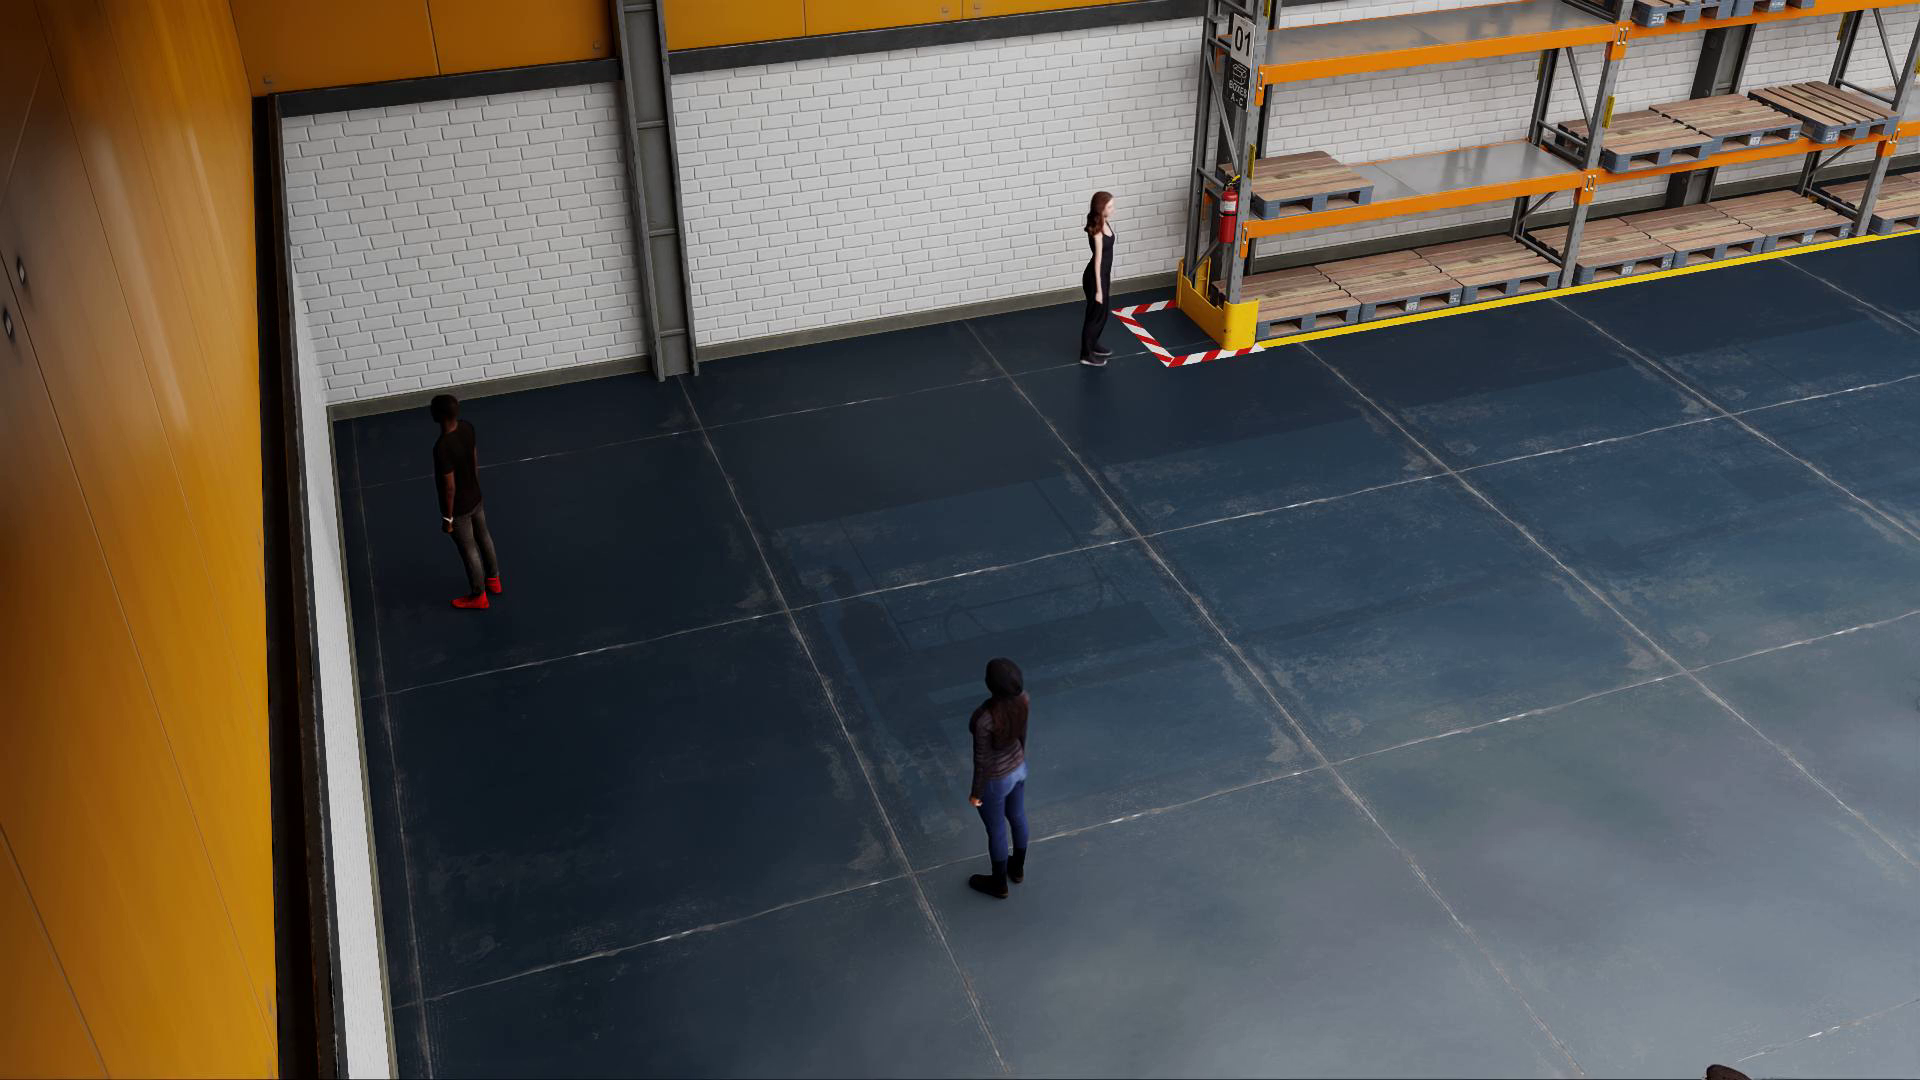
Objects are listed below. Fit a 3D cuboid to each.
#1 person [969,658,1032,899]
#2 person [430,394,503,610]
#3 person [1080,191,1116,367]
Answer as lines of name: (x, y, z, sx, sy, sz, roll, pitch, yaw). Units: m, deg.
person: (0.253, 1.419, 9.940, 0.762, 1.745, 0.651, 26, 42, 34)
person: (-3.725, -0.300, 12.473, 0.722, 1.805, 0.712, 8, 34, 12)
person: (1.298, -2.501, 15.840, 0.696, 1.742, 0.673, 8, 34, 12)
